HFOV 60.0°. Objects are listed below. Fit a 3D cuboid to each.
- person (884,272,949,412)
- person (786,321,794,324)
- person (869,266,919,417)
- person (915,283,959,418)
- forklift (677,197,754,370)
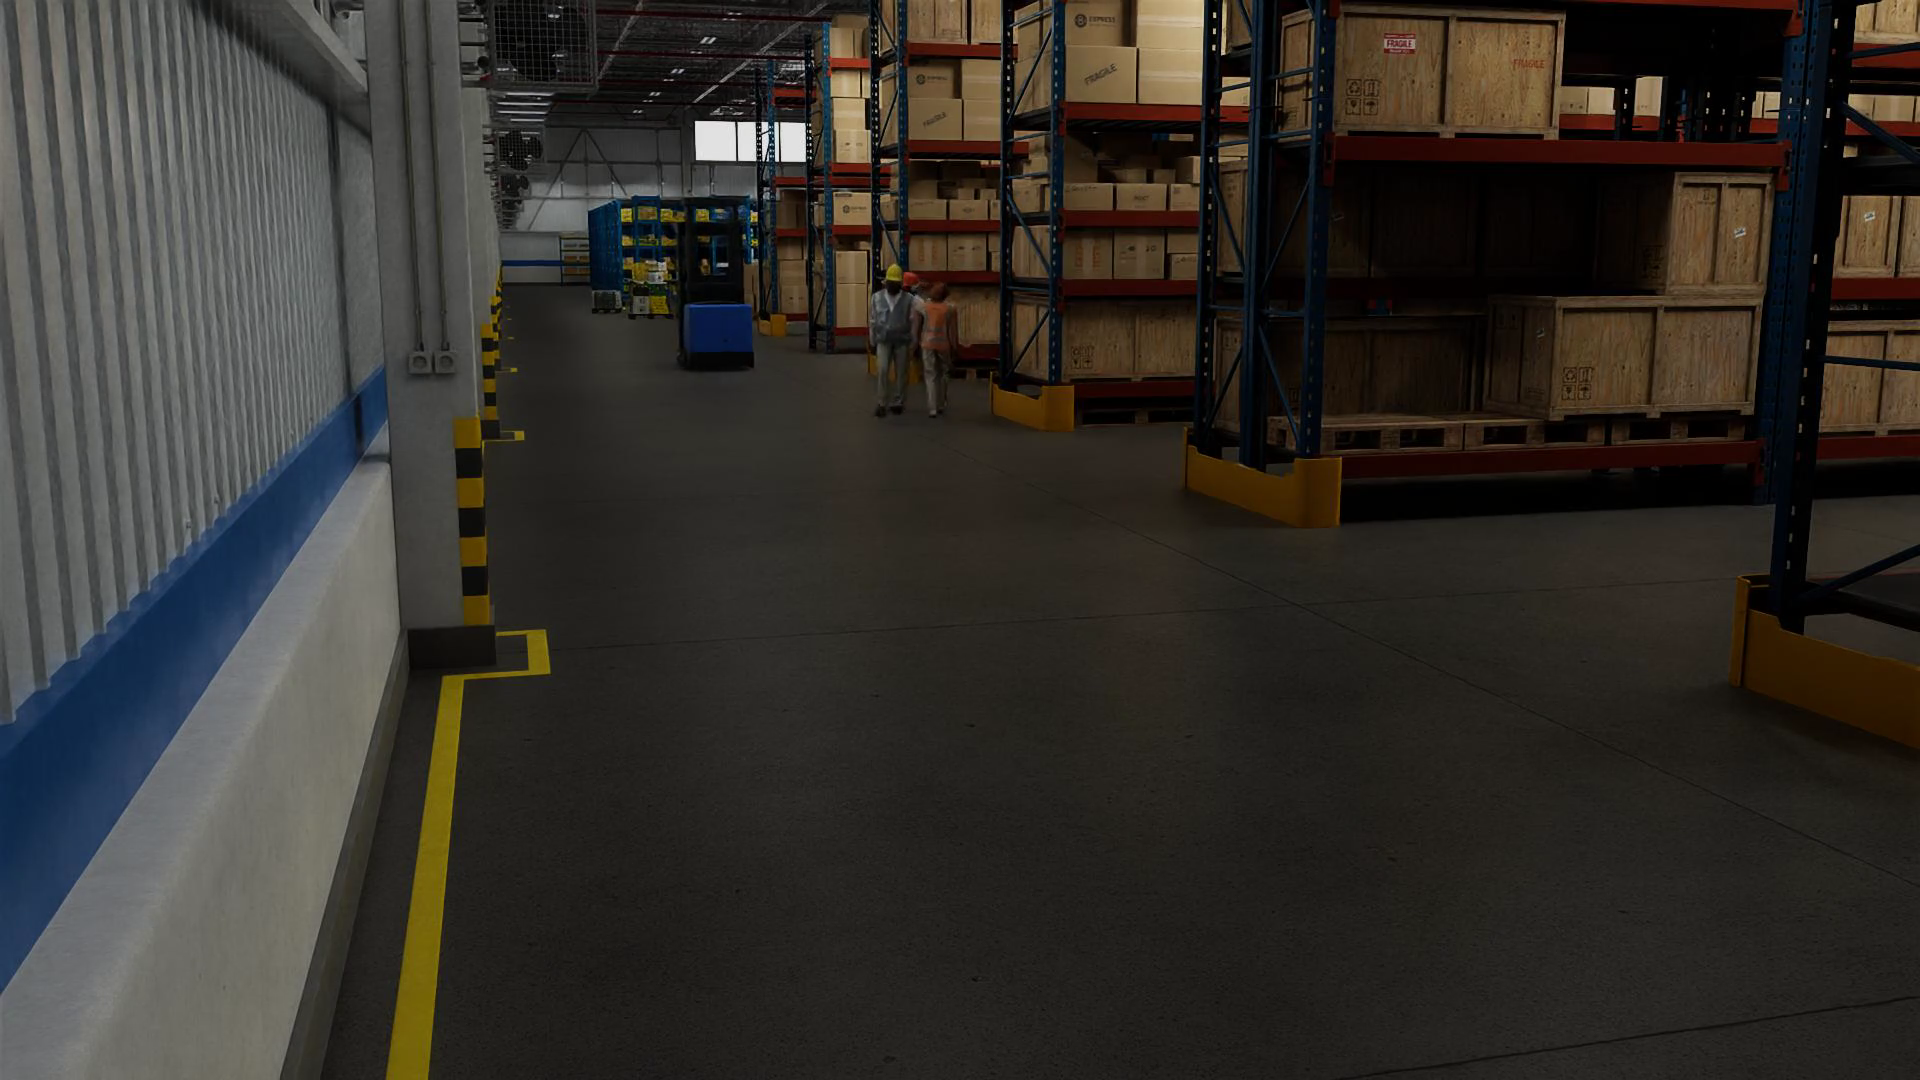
[{"bbox_3d":[-0.534,-2.428,20.436,0.807,1.735,0.574,-6,11,-29],"label":"person"},{"bbox_3d":[-4.469,-6.473,43.296,0.505,1.723,0.529,3,10,14],"label":"person"},{"bbox_3d":[-0.798,-2.349,19.768,0.608,1.783,0.897,1,10,4],"label":"person"},{"bbox_3d":[-0.288,-2.273,19.885,0.545,1.577,0.860,0,10,2],"label":"person"},{"bbox_3d":[-4.084,-4.277,27.590,1.129,2.768,1.873,-3,10,-15],"label":"forklift"}]
